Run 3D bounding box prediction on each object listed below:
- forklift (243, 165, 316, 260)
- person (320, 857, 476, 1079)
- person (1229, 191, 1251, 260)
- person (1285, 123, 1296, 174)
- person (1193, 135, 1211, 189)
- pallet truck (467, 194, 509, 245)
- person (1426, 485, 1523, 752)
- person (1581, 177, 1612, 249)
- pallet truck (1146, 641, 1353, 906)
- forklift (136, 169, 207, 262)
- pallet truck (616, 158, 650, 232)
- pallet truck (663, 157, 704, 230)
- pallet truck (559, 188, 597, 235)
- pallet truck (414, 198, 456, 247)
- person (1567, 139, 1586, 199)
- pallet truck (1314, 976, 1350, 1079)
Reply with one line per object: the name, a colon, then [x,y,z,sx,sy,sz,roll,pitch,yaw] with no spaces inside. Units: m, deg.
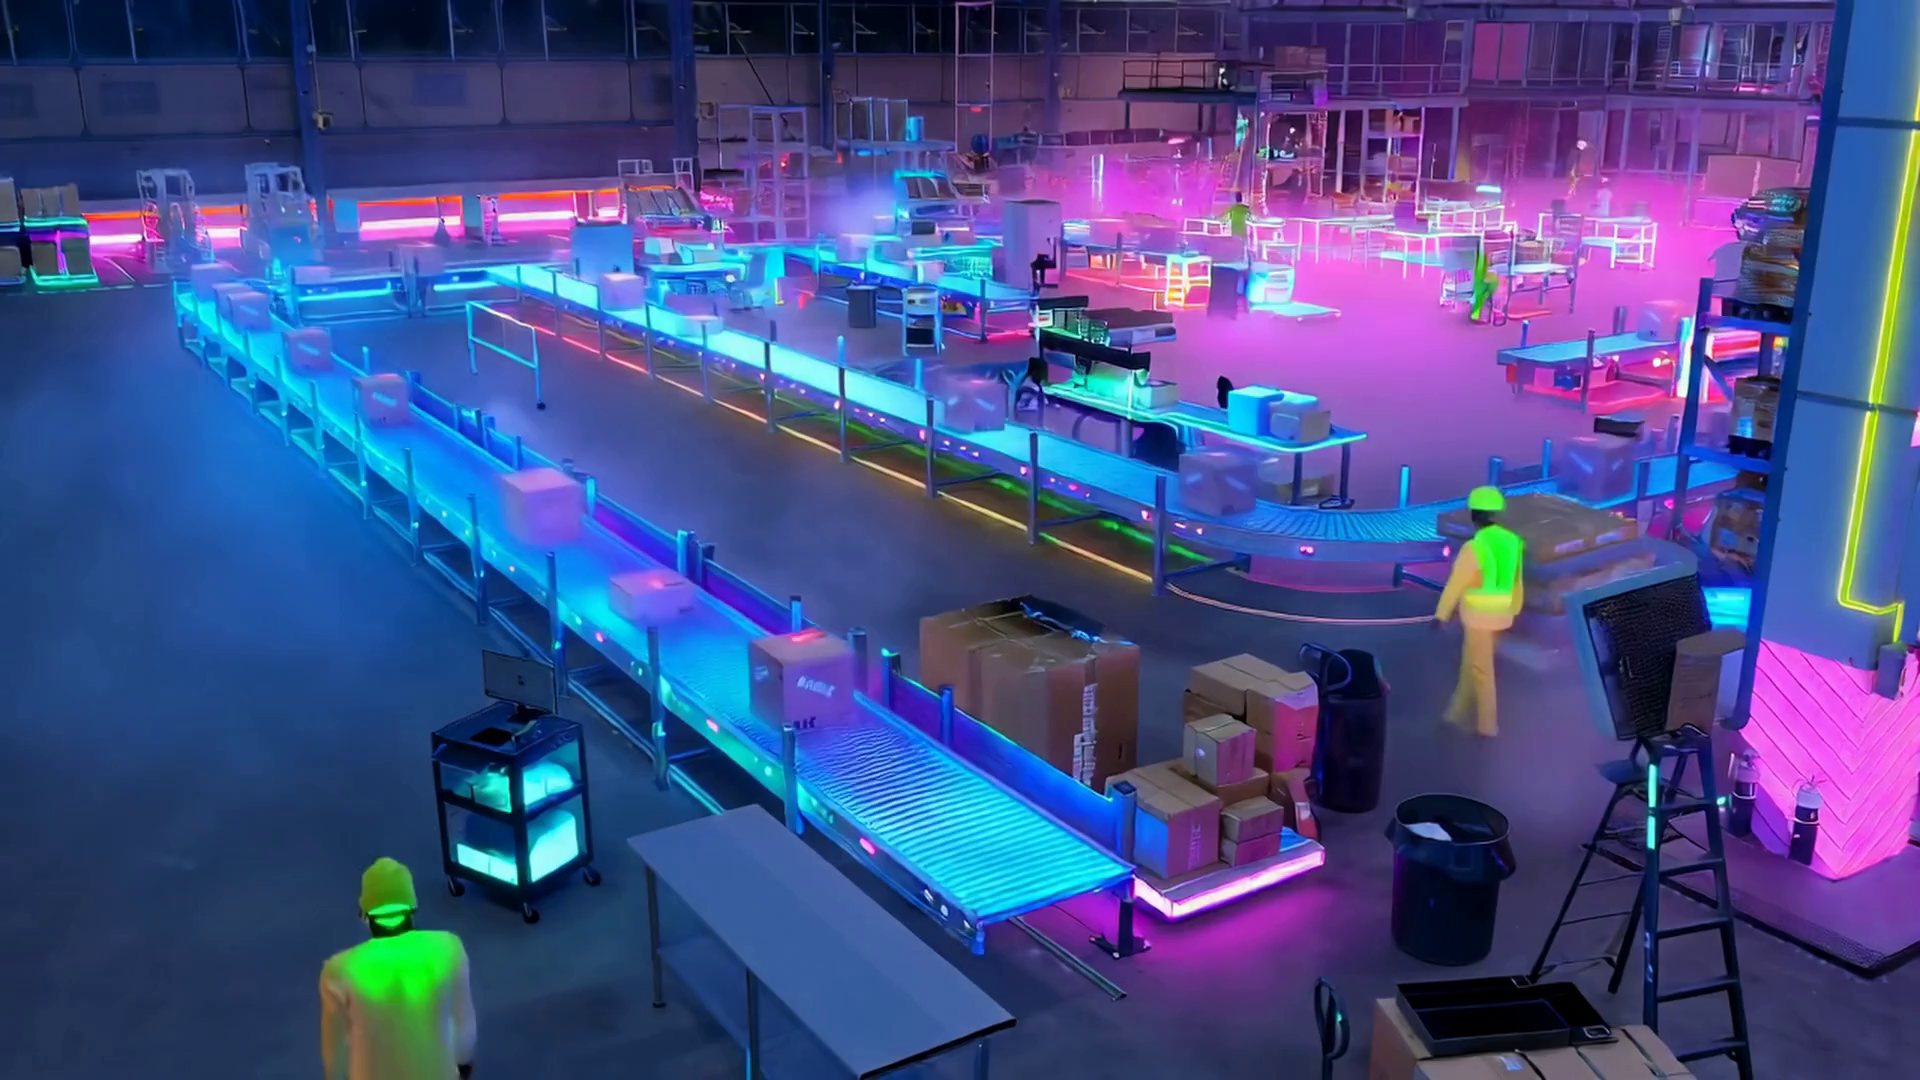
forklift: [-15.898,-7.669,38.708,1.157,1.987,2.680,-11,20,-33]
person: [-2.292,2.156,6.851,0.614,1.813,0.432,-10,19,-29]
person: [6.014,-6.546,35.721,0.509,1.872,0.328,9,19,28]
person: [12.677,-15.012,63.810,0.381,1.917,0.584,5,17,16]
person: [8.395,-13.103,57.599,0.583,1.827,0.989,8,18,25]
pallet truck: [-11.983,-8.177,42.137,0.704,1.261,1.522,-11,20,-33]
person: [3.718,0.539,12.066,0.636,1.916,0.774,-14,22,-39]
person: [15.759,-8.055,40.976,0.548,1.716,0.911,-5,18,-17]
pallet truck: [1.664,1.407,10.232,1.630,1.274,0.653,-10,20,-31]
forklift: [-17.842,-7.318,37.559,1.157,1.987,2.680,-10,20,-31]
pallet truck: [-8.918,-9.176,44.255,0.823,1.965,1.885,-9,19,-27]
pallet truck: [-7.586,-9.308,44.692,0.823,1.965,1.885,-11,20,-33]
pallet truck: [-10.010,-8.652,43.699,0.653,1.274,1.630,-10,20,-31]
pallet truck: [-13.250,-8.060,41.856,0.680,1.201,1.601,-10,20,-31]
person: [20.035,-11.974,53.711,0.800,1.907,0.578,15,22,41]
pallet truck: [2.299,2.390,7.086,1.601,1.201,0.680,-2,17,-7]
